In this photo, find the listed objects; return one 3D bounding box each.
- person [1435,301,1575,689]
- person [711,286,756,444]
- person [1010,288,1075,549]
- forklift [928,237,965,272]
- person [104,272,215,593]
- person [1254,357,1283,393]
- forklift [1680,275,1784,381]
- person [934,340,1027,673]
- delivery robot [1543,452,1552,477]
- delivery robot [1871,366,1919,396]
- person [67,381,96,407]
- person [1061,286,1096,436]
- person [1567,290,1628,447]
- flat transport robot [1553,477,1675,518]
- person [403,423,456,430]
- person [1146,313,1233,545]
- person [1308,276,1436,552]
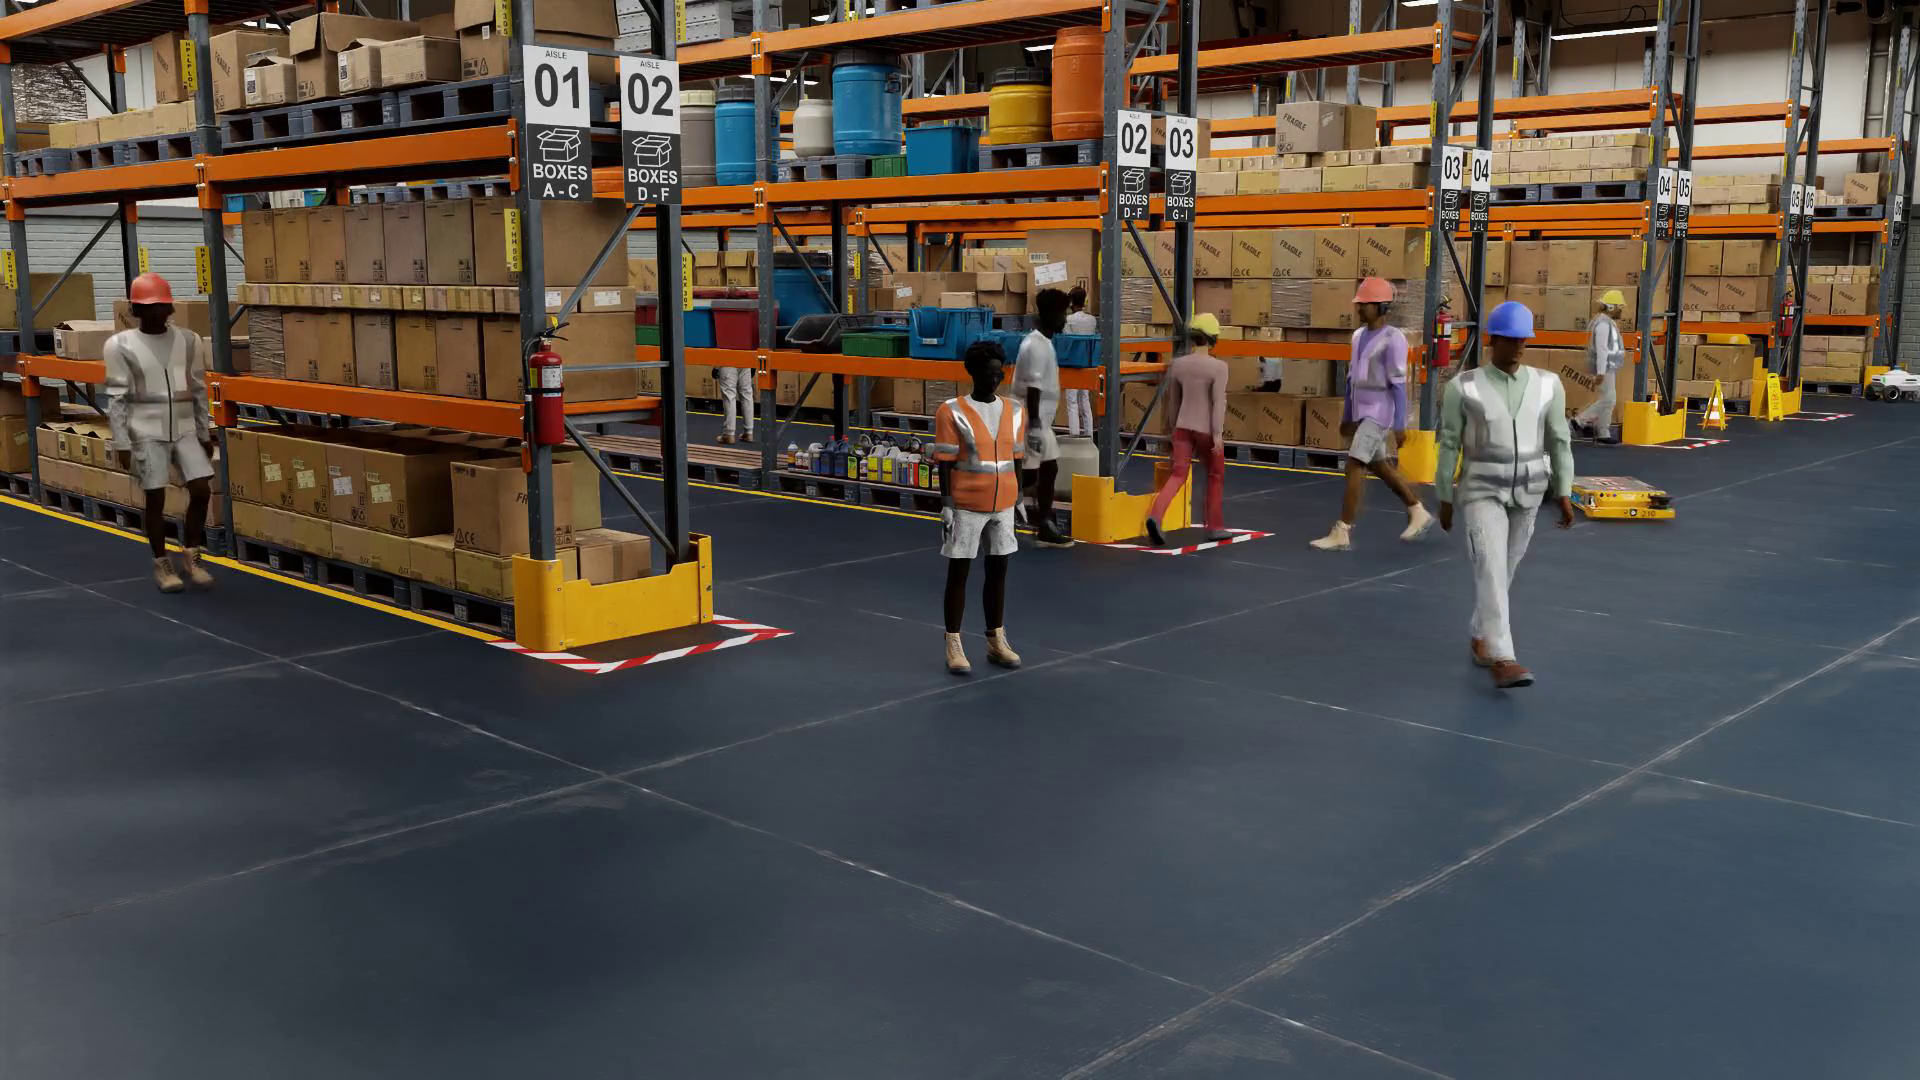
[{"bbox_3d":[2.732,-0.233,8.291,0.610,1.884,1.020,-1,9,-4],"label":"person"},{"bbox_3d":[-2.684,-2.072,19.693,0.634,1.841,0.429,-9,13,-42],"label":"person"},{"bbox_3d":[0.449,-0.888,12.194,0.749,1.925,0.611,3,10,15],"label":"person"},{"bbox_3d":[-0.326,-5.817,39.609,1.129,2.768,1.873,9,13,43],"label":"forklift"},{"bbox_3d":[-5.002,-0.661,10.487,0.608,2.021,0.638,9,13,44],"label":"person"},{"bbox_3d":[4.071,-2.386,22.121,0.541,1.682,0.537,7,12,37],"label":"person"},{"bbox_3d":[12.480,-3.427,27.053,1.214,2.155,2.313,9,13,43],"label":"forklift"},{"bbox_3d":[0.113,-0.177,8.528,0.532,1.695,0.319,-5,11,-29],"label":"person"},{"bbox_3d":[4.982,-0.681,14.944,0.707,0.478,0.477,4,10,24],"label":"delivery robot"},{"bbox_3d":[14.594,-2.470,25.913,0.707,0.478,0.477,-2,9,-9],"label":"delivery robot"},{"bbox_3d":[-12.305,-2.674,23.099,0.551,1.932,0.378,-8,12,-42],"label":"person"},{"bbox_3d":[1.263,-1.825,18.116,0.539,1.863,0.313,-9,13,-43],"label":"person"},{"bbox_3d":[7.412,-1.983,19.237,0.526,1.810,0.602,4,10,24],"label":"person"},{"bbox_3d":[5.575,-0.381,14.260,0.652,0.197,1.431,1,9,6],"label":"flat transport robot"},{"bbox_3d":[-4.275,-1.065,13.525,0.563,1.839,0.394,-6,11,-34],"label":"person"},{"bbox_3d":[1.724,-0.821,12.373,0.532,1.733,0.845,8,13,42],"label":"person"},{"bbox_3d":[3.103,-0.930,12.256,1.037,2.008,0.621,-2,10,-13],"label":"person"}]
